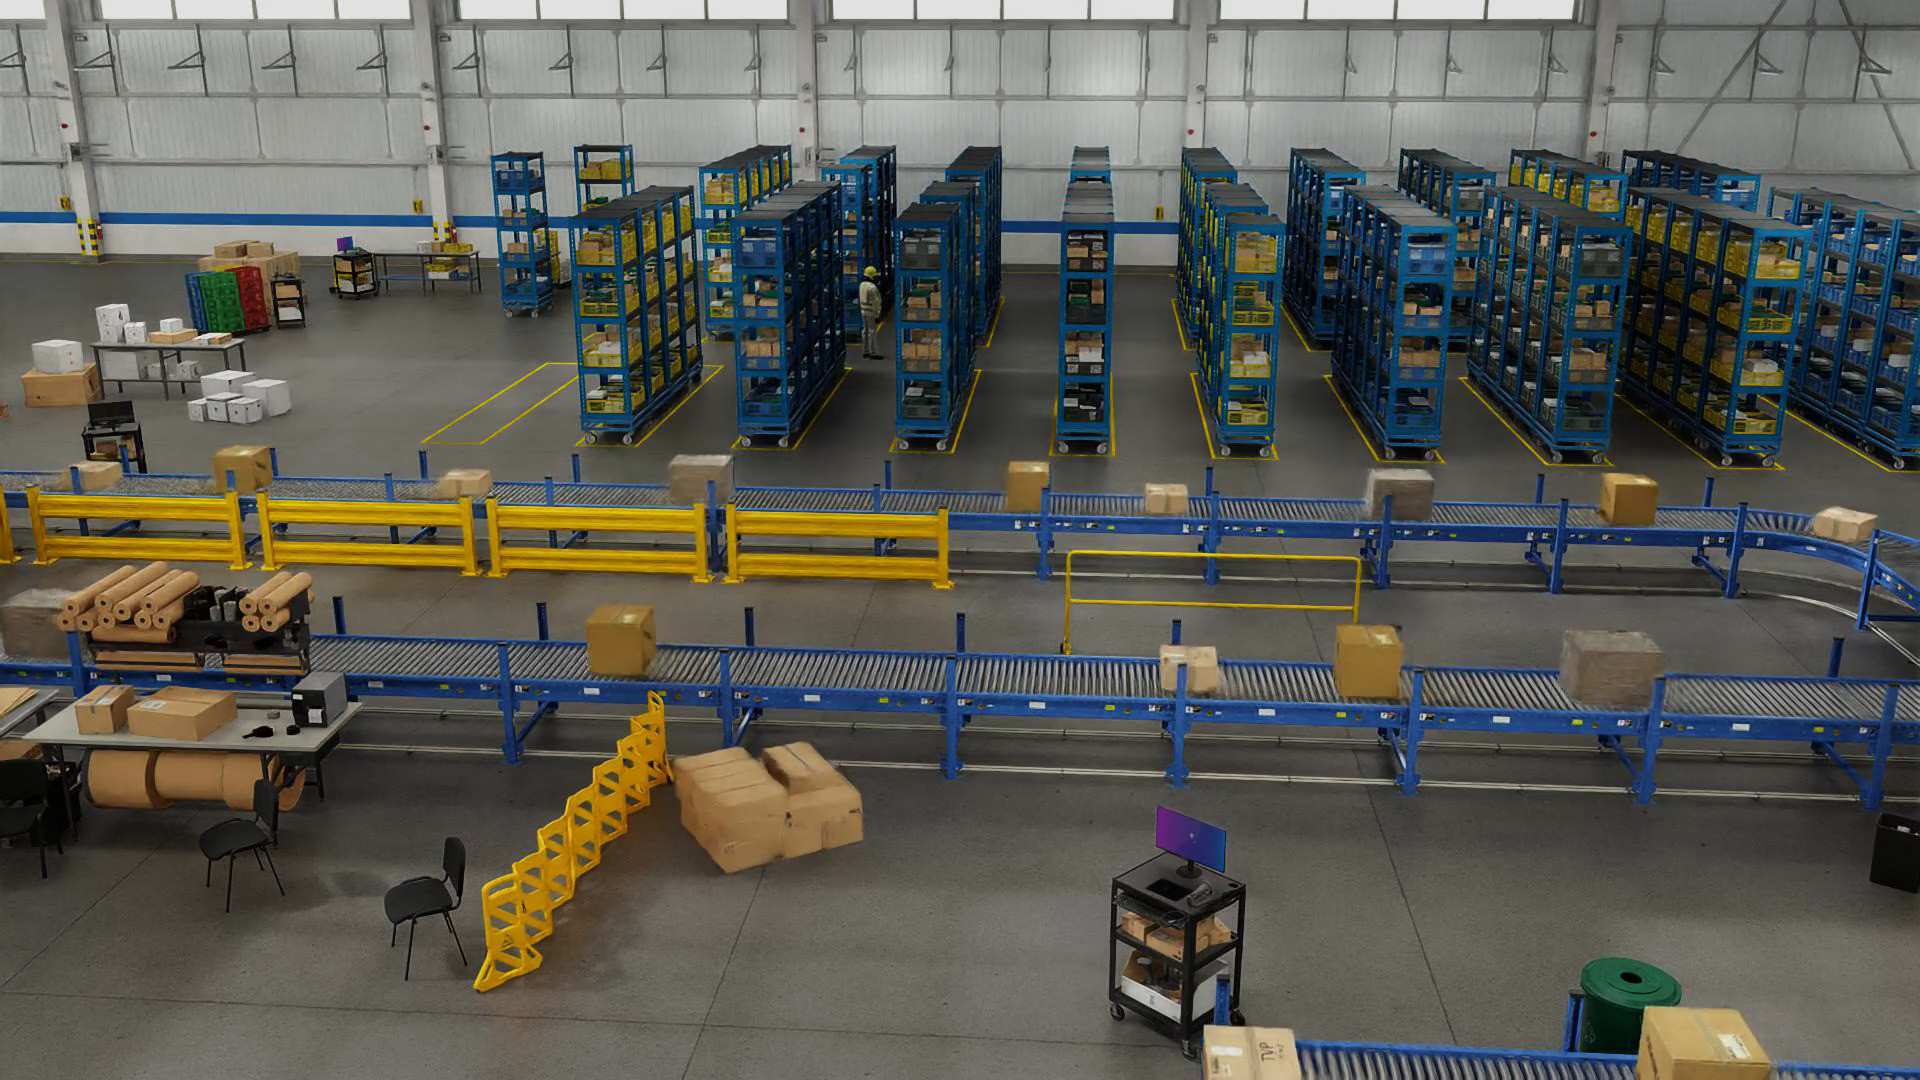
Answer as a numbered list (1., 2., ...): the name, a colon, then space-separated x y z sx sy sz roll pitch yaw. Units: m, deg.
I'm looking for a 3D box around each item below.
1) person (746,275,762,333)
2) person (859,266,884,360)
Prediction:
1. person: -3.890 -4.387 32.360 0.690 1.902 0.609 -9 20 -26
2. person: -1.748 -4.461 32.714 0.404 1.833 0.589 -11 21 -31
